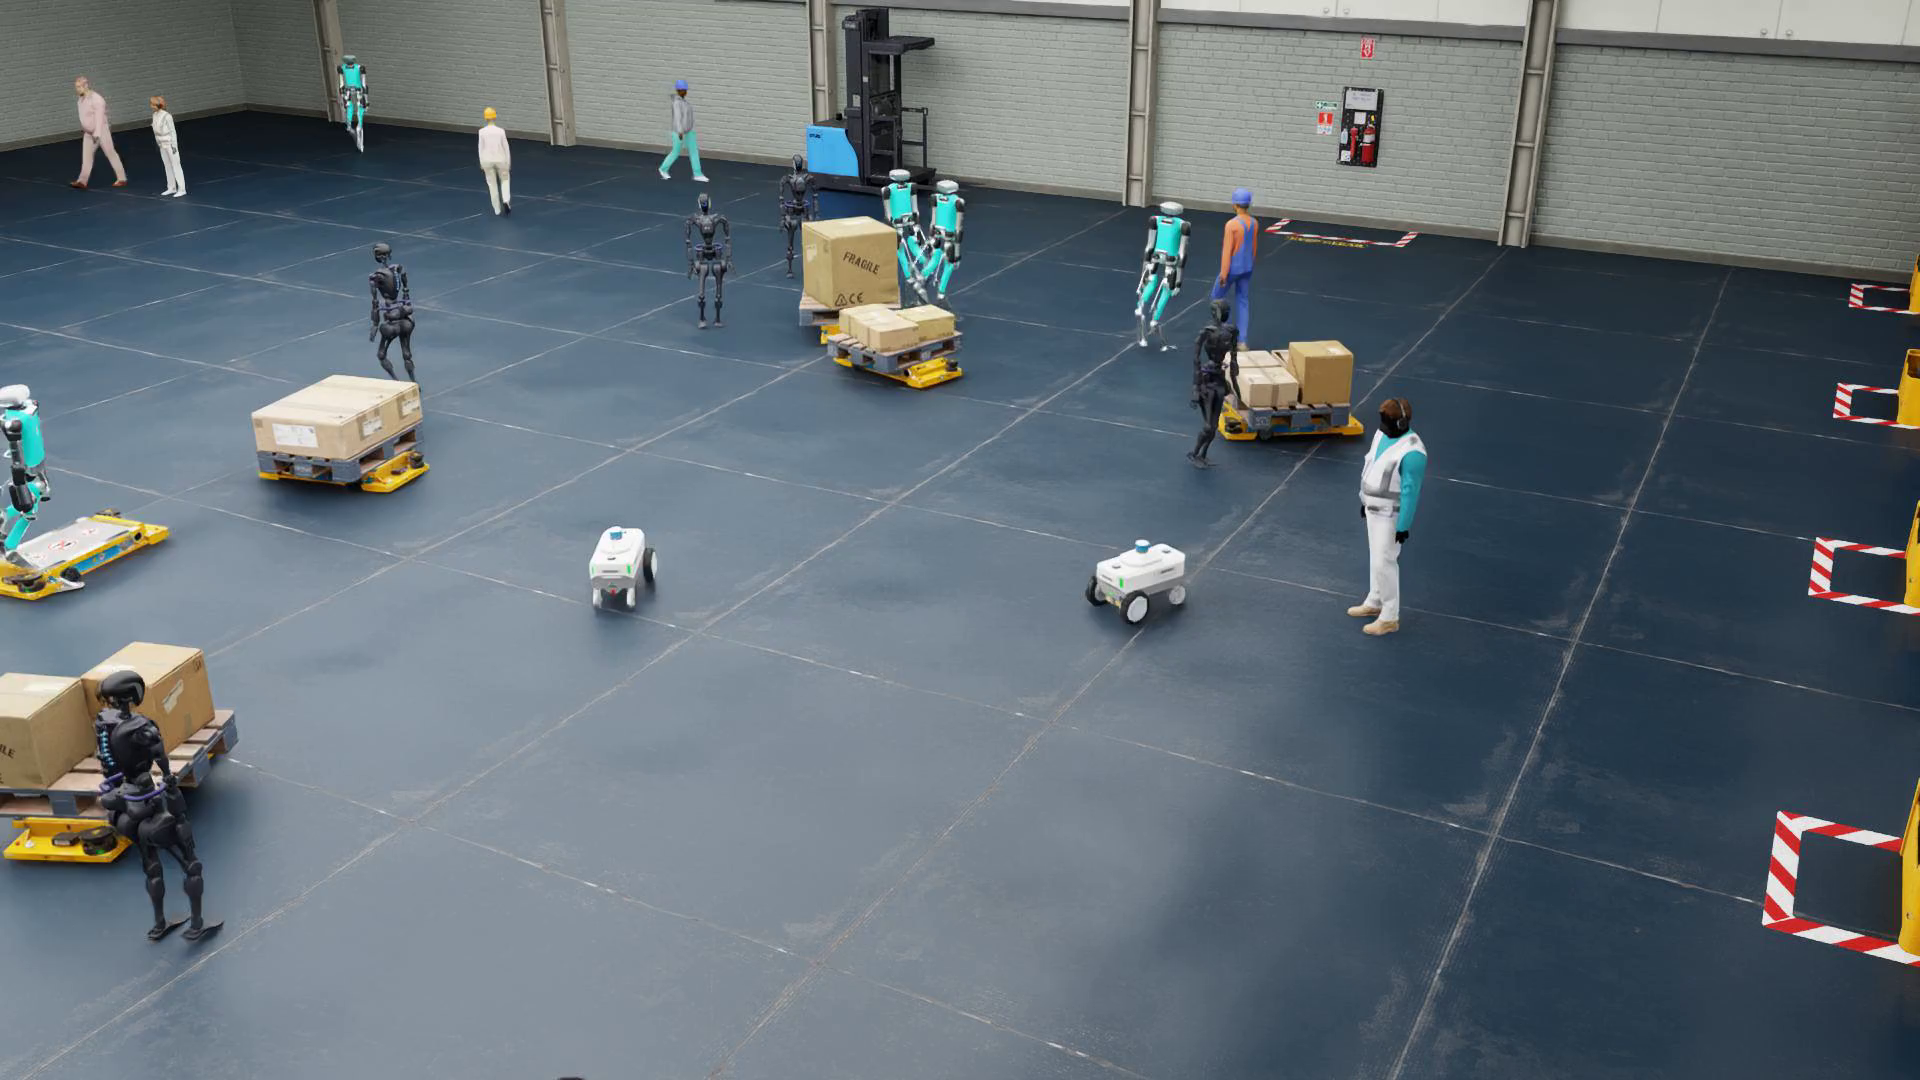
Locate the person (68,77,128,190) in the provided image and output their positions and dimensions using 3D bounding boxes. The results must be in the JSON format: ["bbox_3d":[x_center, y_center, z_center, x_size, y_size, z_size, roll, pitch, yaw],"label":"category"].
[{"bbox_3d":[-14.697,-6.851,28.100,0.651,1.858,0.996,12,26,25],"label":"person"}]

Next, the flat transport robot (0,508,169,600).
[{"bbox_3d":[-7.424,0.110,13.907,0.659,0.231,1.431,8,25,19],"label":"flat transport robot"}]

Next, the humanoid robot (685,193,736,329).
[{"bbox_3d":[-3.044,-3.405,20.306,0.585,1.654,0.343,-5,24,-11],"label":"humanoid robot"}]

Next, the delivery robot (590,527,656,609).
[{"bbox_3d":[-2.744,0.188,13.384,0.499,0.612,0.814,-1,23,-1],"label":"delivery robot"}]

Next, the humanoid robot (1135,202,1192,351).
[{"bbox_3d":[2.255,-2.953,19.200,0.559,1.788,0.815,15,27,31],"label":"humanoid robot"}]

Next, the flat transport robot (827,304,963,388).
[{"bbox_3d":[-0.718,-2.019,18.863,1.431,0.231,0.659,21,31,40],"label":"flat transport robot"}]

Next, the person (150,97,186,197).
[{"bbox_3d":[-13.182,-6.542,27.659,0.514,1.636,0.313,16,28,32],"label":"person"}]

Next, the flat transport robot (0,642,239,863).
[{"bbox_3d":[-5.334,1.566,10.517,0.659,0.231,1.431,1,23,3],"label":"flat transport robot"}]

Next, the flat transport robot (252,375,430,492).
[{"bbox_3d":[-5.853,-0.712,15.820,1.431,0.231,0.659,7,24,15],"label":"flat transport robot"}]

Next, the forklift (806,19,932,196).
[{"bbox_3d":[-1.573,-7.292,27.850,1.873,2.768,1.129,12,26,25],"label":"forklift"}]

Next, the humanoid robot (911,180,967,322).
[{"bbox_3d":[-0.305,-3.465,20.409,0.564,1.797,0.799,20,30,39],"label":"humanoid robot"}]

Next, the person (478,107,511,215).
[{"bbox_3d":[-7.349,-5.966,26.257,0.478,1.683,0.419,-6,24,-13],"label":"person"}]

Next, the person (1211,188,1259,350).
[{"bbox_3d":[3.204,-3.188,19.526,0.554,1.889,0.624,-12,26,-26],"label":"person"}]

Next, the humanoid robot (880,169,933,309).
[{"bbox_3d":[-0.600,-3.721,21.061,0.530,1.846,0.782,-17,29,-35],"label":"humanoid robot"}]

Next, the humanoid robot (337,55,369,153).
[{"bbox_3d":[-11.497,-8.176,31.465,0.535,1.880,0.806,-1,23,-3],"label":"humanoid robot"}]

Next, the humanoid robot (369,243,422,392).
[{"bbox_3d":[-6.103,-2.384,17.918,0.358,1.647,0.602,10,25,22],"label":"humanoid robot"}]

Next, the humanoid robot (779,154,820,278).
[{"bbox_3d":[-2.183,-4.410,22.627,0.599,1.657,0.315,-9,25,-20],"label":"humanoid robot"}]

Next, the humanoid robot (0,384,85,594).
[{"bbox_3d":[-7.548,-0.360,13.160,0.878,1.777,0.568,-4,24,-9],"label":"humanoid robot"}]

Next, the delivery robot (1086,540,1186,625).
[{"bbox_3d":[1.401,0.306,13.101,0.781,0.605,0.499,-16,28,-32],"label":"delivery robot"}]

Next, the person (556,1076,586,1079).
[{"bbox_3d":[-1.317,2.673,5.855,0.431,1.914,0.616,10,25,22],"label":"person"}]

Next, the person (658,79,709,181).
[{"bbox_3d":[-4.845,-7.086,28.793,0.847,1.745,0.540,8,24,17],"label":"person"}]

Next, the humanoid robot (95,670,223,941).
[{"bbox_3d":[-4.405,1.433,9.041,0.607,1.653,0.389,12,26,25],"label":"humanoid robot"}]

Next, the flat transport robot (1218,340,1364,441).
[{"bbox_3d":[3.333,-1.259,17.094,1.431,0.231,0.659,-3,23,-7],"label":"flat transport robot"}]

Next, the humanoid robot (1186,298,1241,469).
[{"bbox_3d":[2.425,-1.497,15.876,0.588,1.652,0.326,-16,28,-33],"label":"humanoid robot"}]

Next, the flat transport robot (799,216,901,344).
[{"bbox_3d":[-1.329,-2.679,20.400,0.659,0.231,1.431,-1,23,-1],"label":"flat transport robot"}]

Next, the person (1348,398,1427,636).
[{"bbox_3d":[3.256,-0.206,12.670,0.429,1.832,0.641,-3,23,-8],"label":"person"}]
